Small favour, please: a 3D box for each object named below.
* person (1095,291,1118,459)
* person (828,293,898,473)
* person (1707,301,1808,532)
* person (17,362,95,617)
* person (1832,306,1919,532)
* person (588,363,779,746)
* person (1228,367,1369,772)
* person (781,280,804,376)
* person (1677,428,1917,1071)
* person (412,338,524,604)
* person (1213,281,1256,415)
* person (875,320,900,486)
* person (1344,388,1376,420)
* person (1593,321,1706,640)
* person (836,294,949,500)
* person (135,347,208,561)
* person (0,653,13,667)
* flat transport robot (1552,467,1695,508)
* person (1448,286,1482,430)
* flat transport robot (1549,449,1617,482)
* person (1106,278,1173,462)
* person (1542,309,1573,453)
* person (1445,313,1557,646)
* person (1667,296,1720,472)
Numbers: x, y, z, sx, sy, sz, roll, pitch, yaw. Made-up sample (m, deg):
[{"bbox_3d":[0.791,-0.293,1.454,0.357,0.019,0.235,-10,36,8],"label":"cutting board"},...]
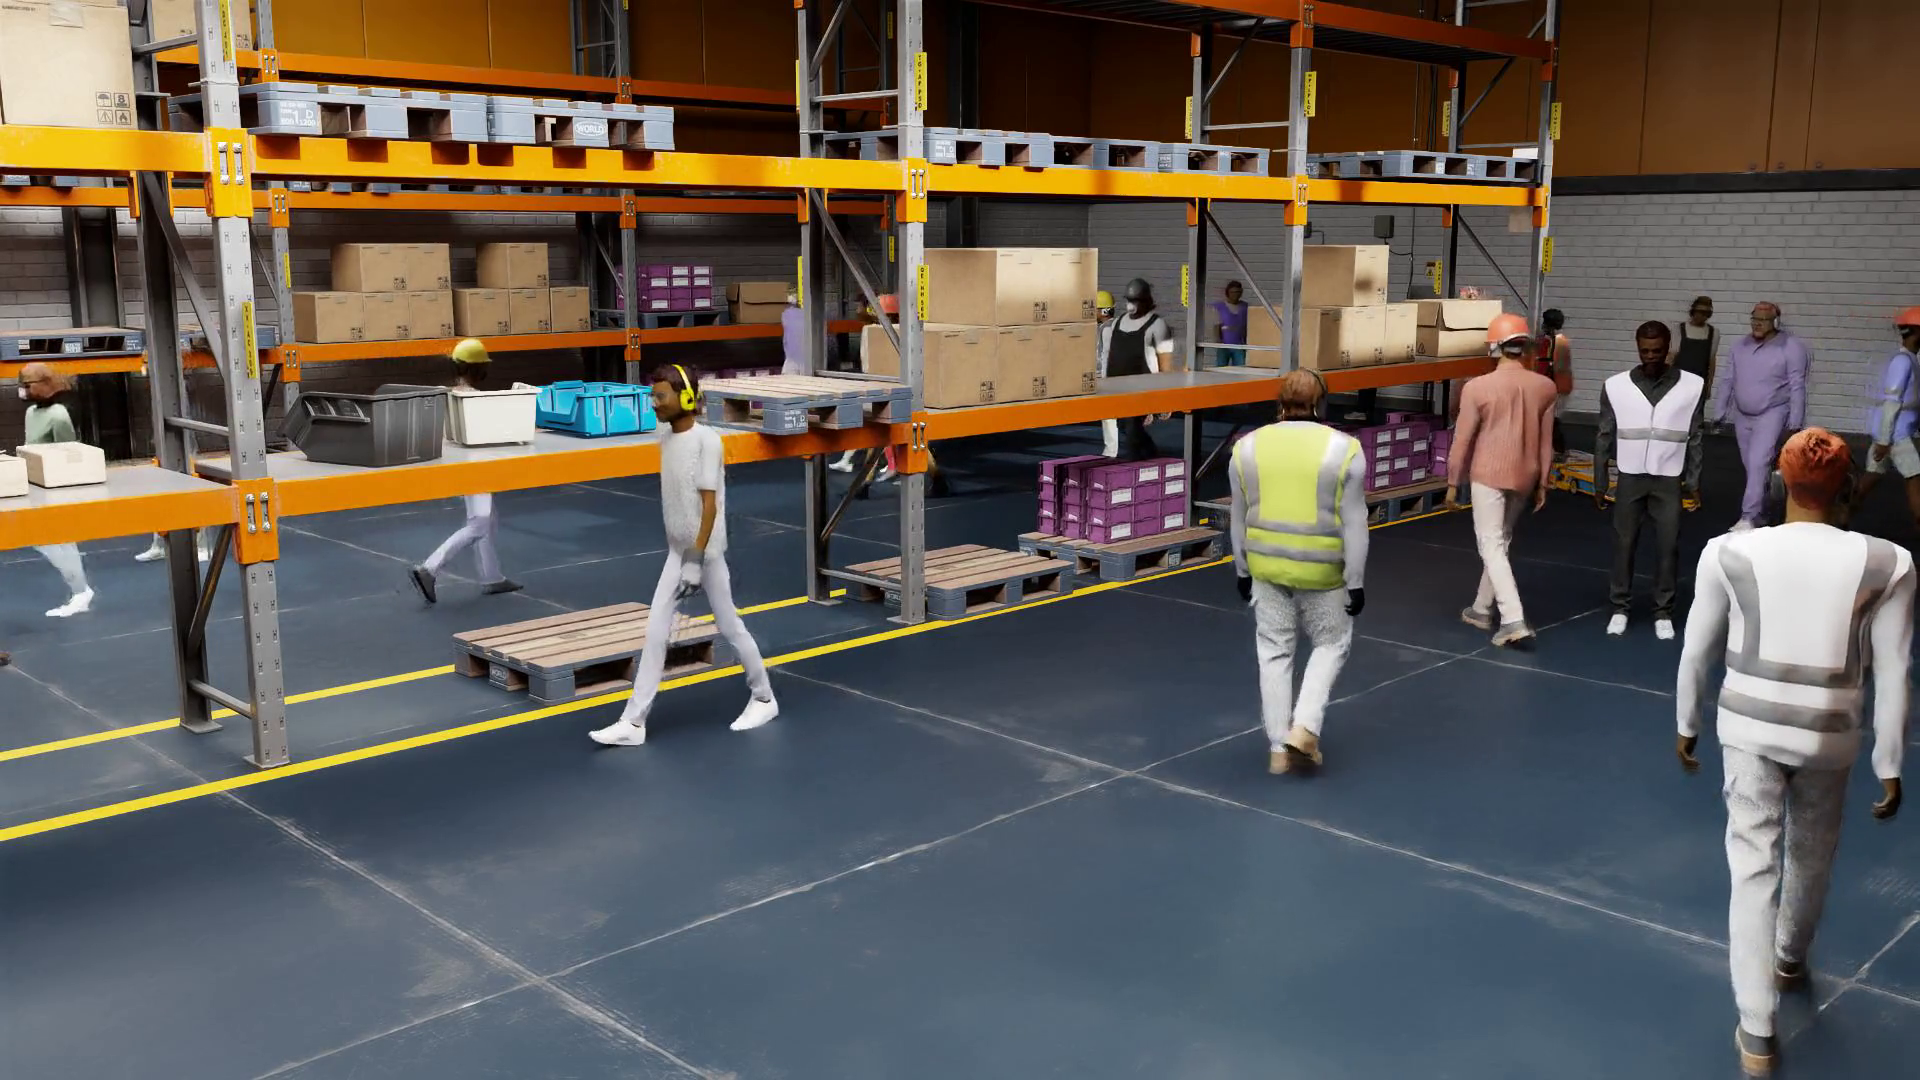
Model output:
[{"bbox_3d":[1.537,-1.708,17.570,0.405,1.824,0.585,1,10,4],"label":"person"},{"bbox_3d":[-0.942,-1.557,16.745,0.933,1.822,0.538,-7,12,-33],"label":"person"},{"bbox_3d":[6.378,-0.970,13.393,0.887,1.877,0.641,-5,12,-27],"label":"person"},{"bbox_3d":[-5.715,-0.305,10.450,0.379,1.621,0.501,-10,14,-42],"label":"person"},{"bbox_3d":[7.065,-0.805,12.487,0.968,1.880,0.539,4,11,22],"label":"person"},{"bbox_3d":[-1.271,0.070,7.894,0.535,1.817,0.996,10,15,44],"label":"person"},{"bbox_3d":[1.509,0.146,7.420,0.655,1.828,0.450,6,12,29],"label":"person"},{"bbox_3d":[-1.769,-2.044,19.163,0.632,1.907,0.852,7,12,32],"label":"person"},{"bbox_3d":[2.495,0.576,5.037,0.611,1.839,0.942,4,11,23],"label":"person"},{"bbox_3d":[-3.258,-0.452,10.928,0.744,1.739,0.528,-7,13,-35],"label":"person"},{"bbox_3d":[3.648,-2.546,22.199,0.581,1.789,0.966,-2,11,-13],"label":"person"},{"bbox_3d":[-0.631,-1.379,15.957,0.528,1.747,0.540,-4,11,-20],"label":"person"},{"bbox_3d":[5.296,-2.571,21.789,0.376,1.995,0.611,7,13,35],"label":"person"},{"bbox_3d":[4.136,-0.364,10.010,0.614,1.904,0.412,4,11,21],"label":"person"},{"bbox_3d":[-0.570,-1.285,15.101,1.037,1.884,0.560,-3,11,-17],"label":"person"},{"bbox_3d":[-5.848,-0.615,12.135,0.611,1.608,0.538,-6,12,-29],"label":"person"},{"bbox_3d":[-5.709,-0.175,8.960,0.813,1.913,0.632,-5,12,-25],"label":"person"},{"bbox_3d":[6.046,-0.490,15.148,0.652,0.197,1.431,-1,10,-7],"label":"flat transport robot"},{"bbox_3d":[5.286,-1.704,17.376,0.692,1.884,0.662,-2,11,-9],"label":"person"},{"bbox_3d":[5.996,-0.748,16.553,0.652,0.197,1.431,-1,10,-5],"label":"flat transport robot"},{"bbox_3d":[1.738,-1.551,16.104,0.896,2.000,0.687,-9,14,-41],"label":"person"},{"bbox_3d":[6.031,-1.511,16.884,0.468,1.664,0.551,7,13,35],"label":"person"},{"bbox_3d":[3.228,-0.363,9.882,0.634,1.957,0.920,-2,11,-13],"label":"person"},{"bbox_3d":[7.501,-1.609,17.105,0.513,1.803,0.931,2,11,12],"label":"person"}]
